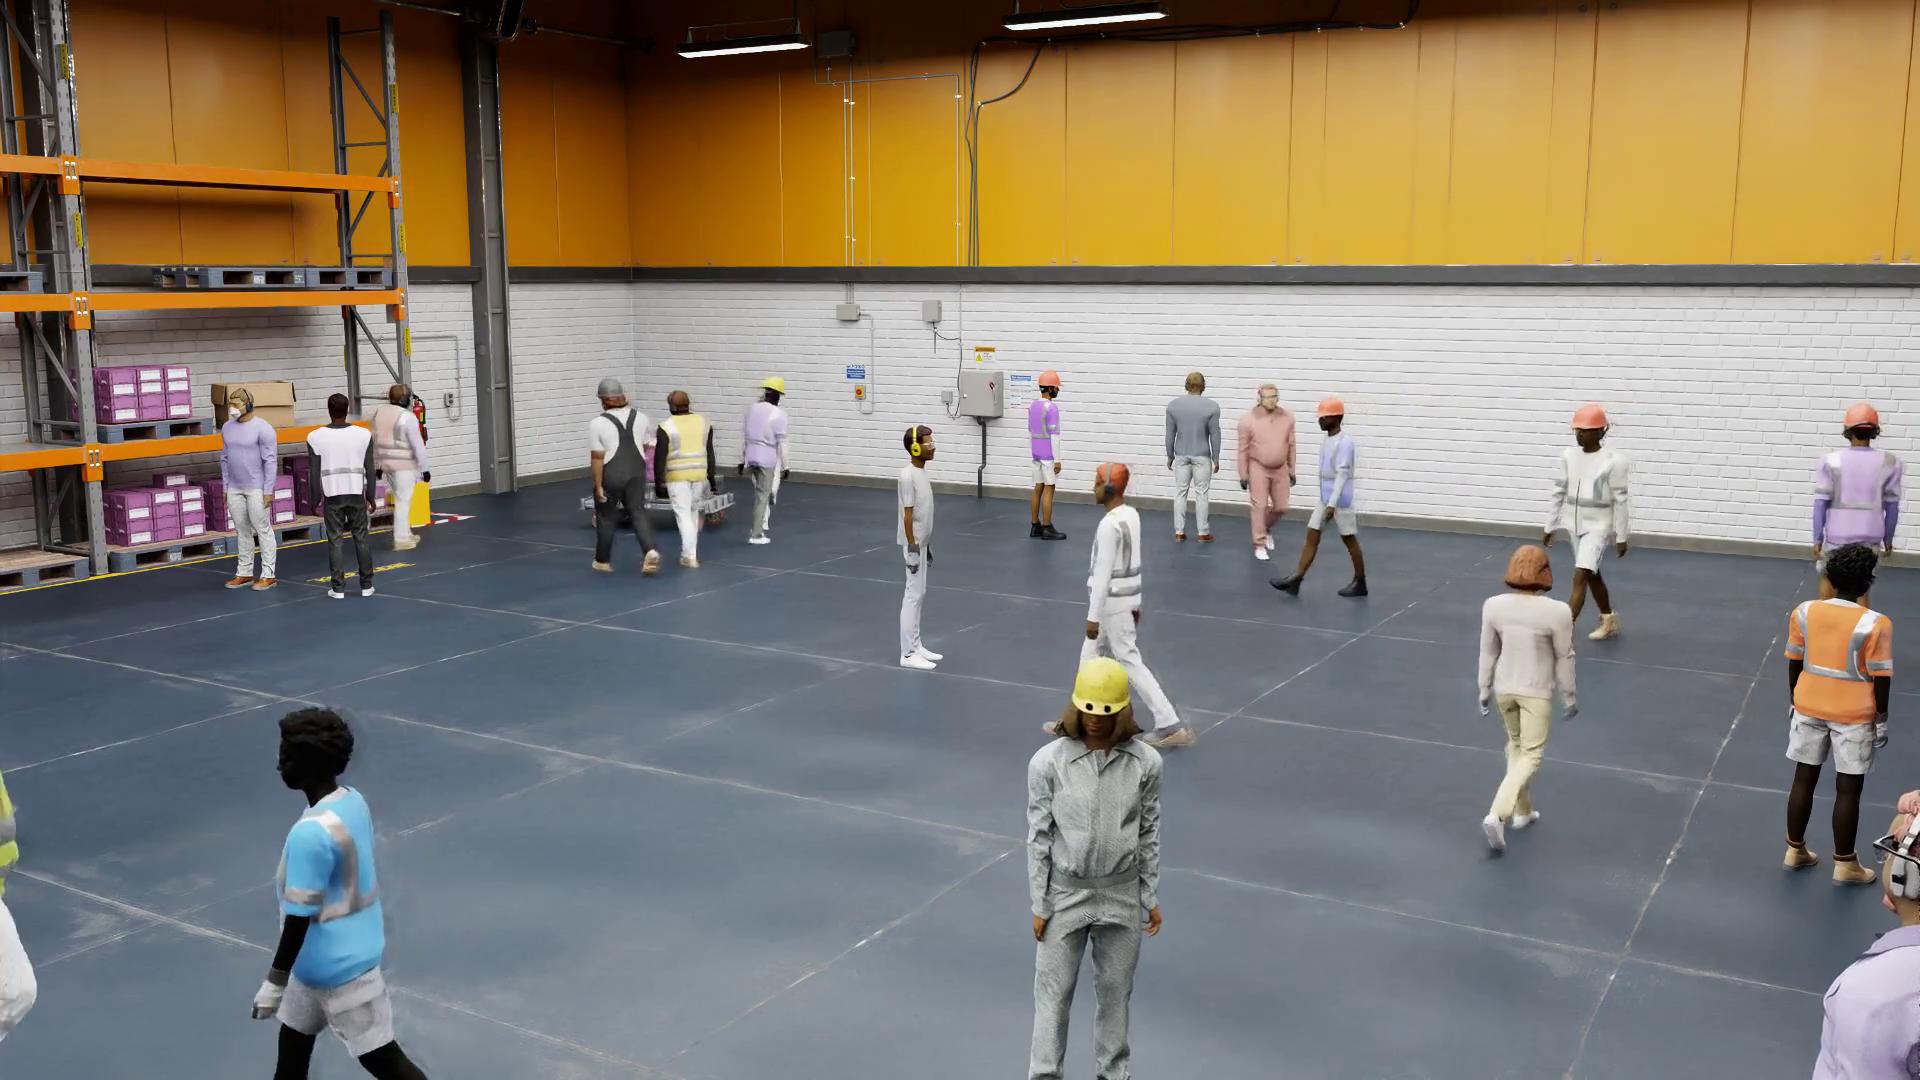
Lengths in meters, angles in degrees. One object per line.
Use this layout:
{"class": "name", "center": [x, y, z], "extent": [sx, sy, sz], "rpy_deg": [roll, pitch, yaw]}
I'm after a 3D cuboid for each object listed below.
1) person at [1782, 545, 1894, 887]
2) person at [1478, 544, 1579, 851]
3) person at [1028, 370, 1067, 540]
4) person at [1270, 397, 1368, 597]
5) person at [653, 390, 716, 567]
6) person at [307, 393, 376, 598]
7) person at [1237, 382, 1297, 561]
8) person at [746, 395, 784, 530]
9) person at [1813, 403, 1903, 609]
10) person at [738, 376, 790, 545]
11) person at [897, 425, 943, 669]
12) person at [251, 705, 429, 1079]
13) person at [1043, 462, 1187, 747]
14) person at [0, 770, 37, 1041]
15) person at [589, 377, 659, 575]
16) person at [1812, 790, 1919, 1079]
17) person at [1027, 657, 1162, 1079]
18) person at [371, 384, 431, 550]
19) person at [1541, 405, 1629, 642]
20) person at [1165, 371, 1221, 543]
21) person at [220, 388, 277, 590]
{"class": "person", "center": [4.377, 0.864, 8.298], "extent": [0.316, 1.695, 0.540], "rpy_deg": [-5, 10, -30]}
{"class": "person", "center": [2.975, 0.822, 8.846], "extent": [0.763, 1.603, 0.499], "rpy_deg": [-8, 12, -41]}
{"class": "person", "center": [1.005, -0.970, 18.997], "extent": [0.361, 1.935, 0.553], "rpy_deg": [-5, 10, -27]}
{"class": "person", "center": [3.422, -0.385, 15.492], "extent": [0.976, 1.884, 0.571], "rpy_deg": [-2, 9, -15]}
{"class": "person", "center": [-2.910, -0.645, 17.328], "extent": [0.655, 1.818, 0.727], "rpy_deg": [-7, 11, -36]}
{"class": "person", "center": [-5.765, -0.409, 15.553], "extent": [0.590, 1.918, 0.391], "rpy_deg": [-5, 10, -26]}
{"class": "person", "center": [3.254, -0.738, 17.699], "extent": [0.660, 1.887, 0.494], "rpy_deg": [-2, 9, -13]}
{"class": "person", "center": [-2.321, -0.943, 19.857], "extent": [0.521, 1.615, 0.578], "rpy_deg": [-2, 9, -11]}
{"class": "person", "center": [6.966, -0.053, 12.976], "extent": [0.607, 2.023, 0.684], "rpy_deg": [4, 10, 22]}
{"class": "person", "center": [-2.159, -0.889, 18.618], "extent": [0.606, 1.891, 0.570], "rpy_deg": [7, 11, 36]}
{"class": "person", "center": [-0.312, 0.048, 12.841], "extent": [0.327, 1.876, 0.516], "rpy_deg": [2, 9, 10]}
{"class": "person", "center": [-2.052, 1.353, 5.410], "extent": [0.906, 1.647, 0.538], "rpy_deg": [-2, 9, -13]}
{"class": "person", "center": [1.033, 0.413, 10.676], "extent": [0.964, 1.844, 0.589], "rpy_deg": [3, 10, 18]}
{"class": "person", "center": [-3.455, 1.213, 5.688], "extent": [0.649, 1.832, 0.435], "rpy_deg": [9, 13, 44]}
{"class": "person", "center": [-3.397, -0.656, 16.718], "extent": [0.685, 2.000, 0.923], "rpy_deg": [-7, 11, -37]}
{"class": "person", "center": [2.111, 1.492, 3.724], "extent": [0.653, 1.906, 0.408], "rpy_deg": [-4, 10, -26]}
{"class": "person", "center": [0.470, 1.251, 5.756], "extent": [0.484, 1.739, 0.313], "rpy_deg": [-2, 9, -12]}
{"class": "person", "center": [-6.074, -0.811, 18.333], "extent": [0.661, 1.827, 0.652], "rpy_deg": [5, 10, 30]}
{"class": "person", "center": [5.063, -0.106, 13.474], "extent": [1.071, 1.984, 0.632], "rpy_deg": [-5, 10, -28]}
{"class": "person", "center": [2.625, -0.928, 18.734], "extent": [0.635, 1.936, 0.353], "rpy_deg": [4, 10, 23]}
{"class": "person", "center": [-6.831, -0.485, 15.965], "extent": [0.630, 1.940, 0.372], "rpy_deg": [3, 10, 20]}
